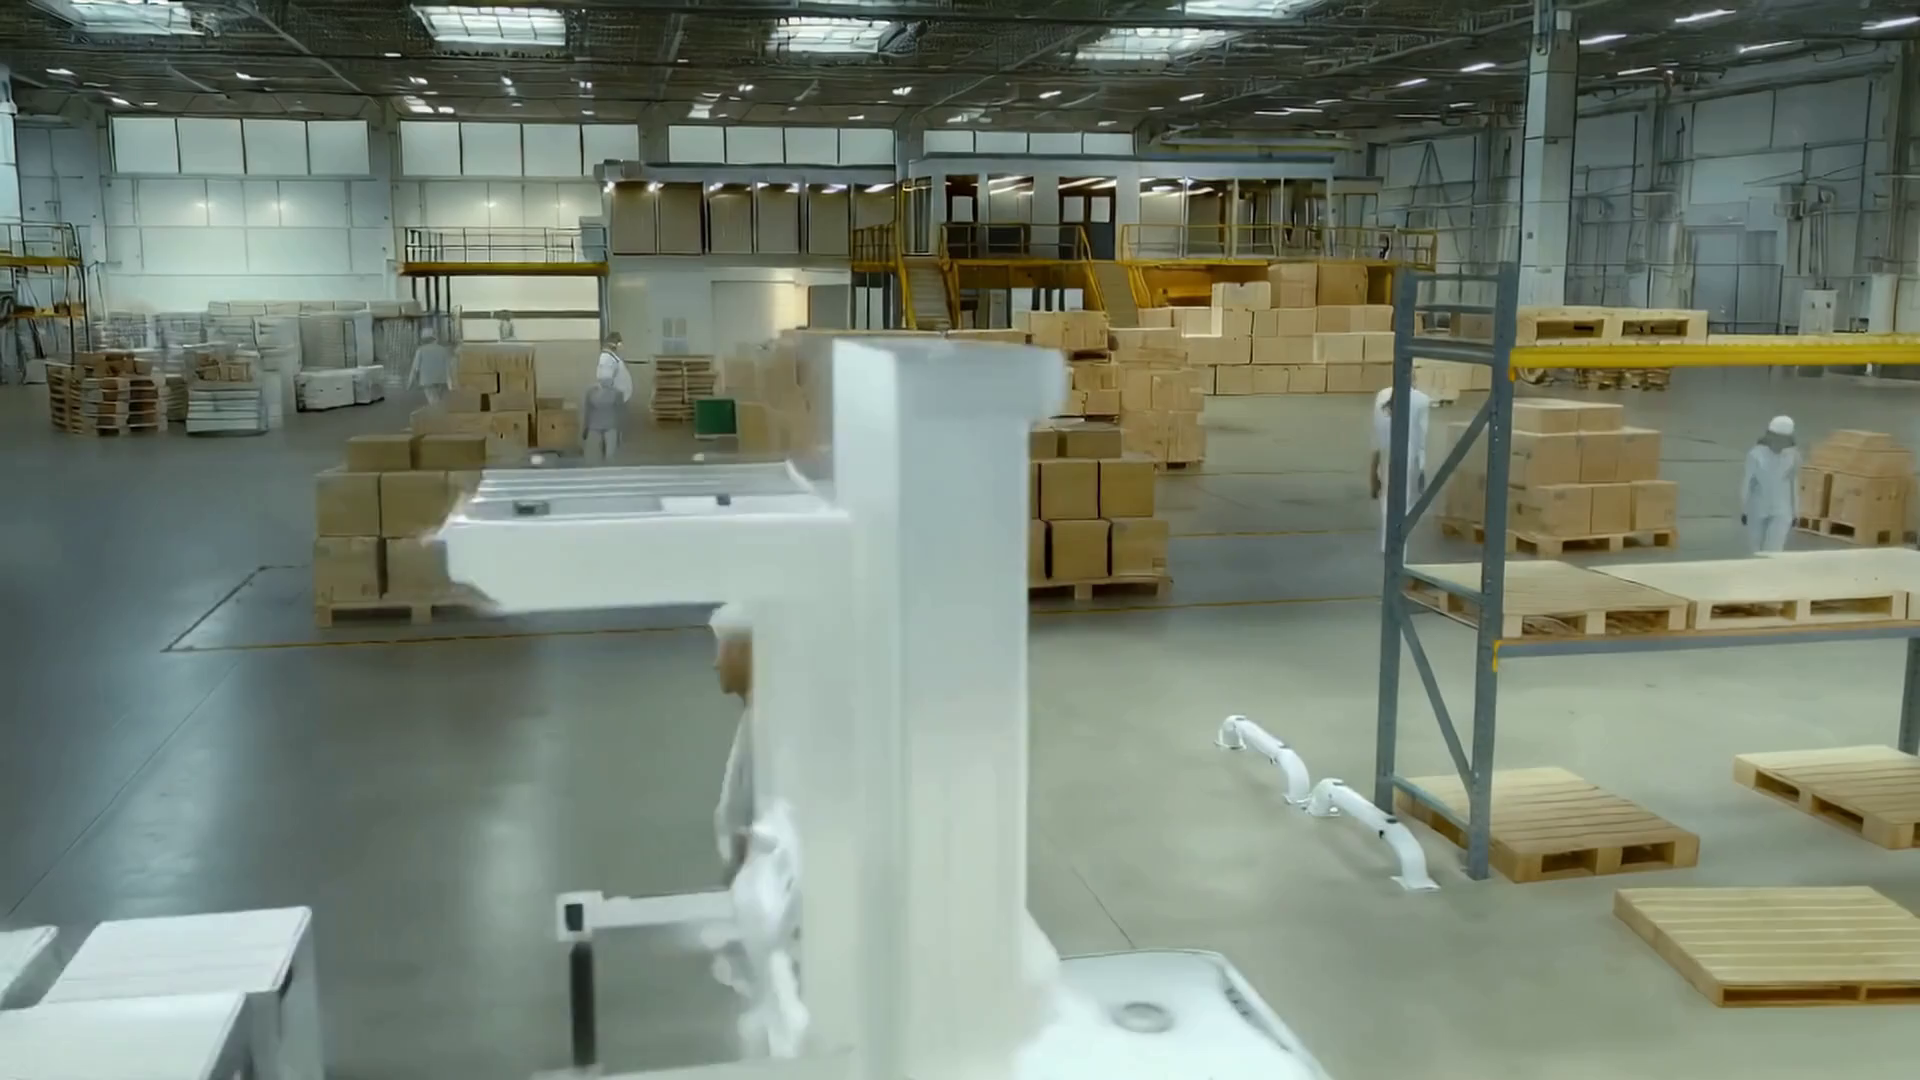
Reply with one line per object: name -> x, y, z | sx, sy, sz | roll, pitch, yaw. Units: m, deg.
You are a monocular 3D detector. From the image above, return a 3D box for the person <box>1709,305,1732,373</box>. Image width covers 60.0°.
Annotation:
person -> 21.587, -5.701, 47.206 | 0.602, 1.949, 0.390 | 8, 12, 40

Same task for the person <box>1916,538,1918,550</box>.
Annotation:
person -> 10.072, -0.650, 16.570 | 0.647, 1.891, 0.981 | -7, 11, -36

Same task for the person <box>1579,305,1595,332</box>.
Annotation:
person -> 18.175, -5.816, 48.039 | 0.610, 1.902, 0.646 | -2, 9, -10

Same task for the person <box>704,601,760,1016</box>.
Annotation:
person -> -0.665, 1.135, 5.533 | 0.423, 1.946, 0.630 | 0, 9, -2

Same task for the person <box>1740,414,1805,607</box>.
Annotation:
person -> 7.280, -0.289, 14.959 | 0.492, 1.713, 0.718 | 3, 10, 20

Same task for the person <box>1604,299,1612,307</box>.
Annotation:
person -> 20.393, -6.605, 52.567 | 0.622, 1.995, 0.374 | -8, 12, -39

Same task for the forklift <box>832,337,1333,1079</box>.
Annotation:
forklift -> -0.064, 0.918, 4.027 | 1.873, 2.768, 1.129 | -2, 10, -12

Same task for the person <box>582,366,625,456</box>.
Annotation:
person -> -4.698, -1.437, 21.921 | 0.537, 1.710, 0.931 | 1, 9, 3

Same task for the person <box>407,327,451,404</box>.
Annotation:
person -> -9.337, -2.742, 29.166 | 0.638, 1.949, 0.961 | 3, 10, 18

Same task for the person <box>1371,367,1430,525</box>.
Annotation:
person -> 5.062, -1.072, 19.127 | 0.634, 1.911, 0.743 | 1, 9, 8

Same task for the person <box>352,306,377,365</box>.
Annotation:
person -> -14.960, -4.867, 41.883 | 0.606, 2.038, 0.393 | 1, 9, 9

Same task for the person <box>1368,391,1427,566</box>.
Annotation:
person -> 4.296, -0.565, 16.305 | 0.574, 1.829, 0.802 | 2, 10, 14

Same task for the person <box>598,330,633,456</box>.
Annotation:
person -> -5.375, -2.262, 25.967 | 0.535, 2.000, 0.687 | -2, 9, -10

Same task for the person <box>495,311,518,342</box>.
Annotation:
person -> -11.922, -5.070, 43.638 | 0.612, 1.852, 0.854 | 0, 9, -1
